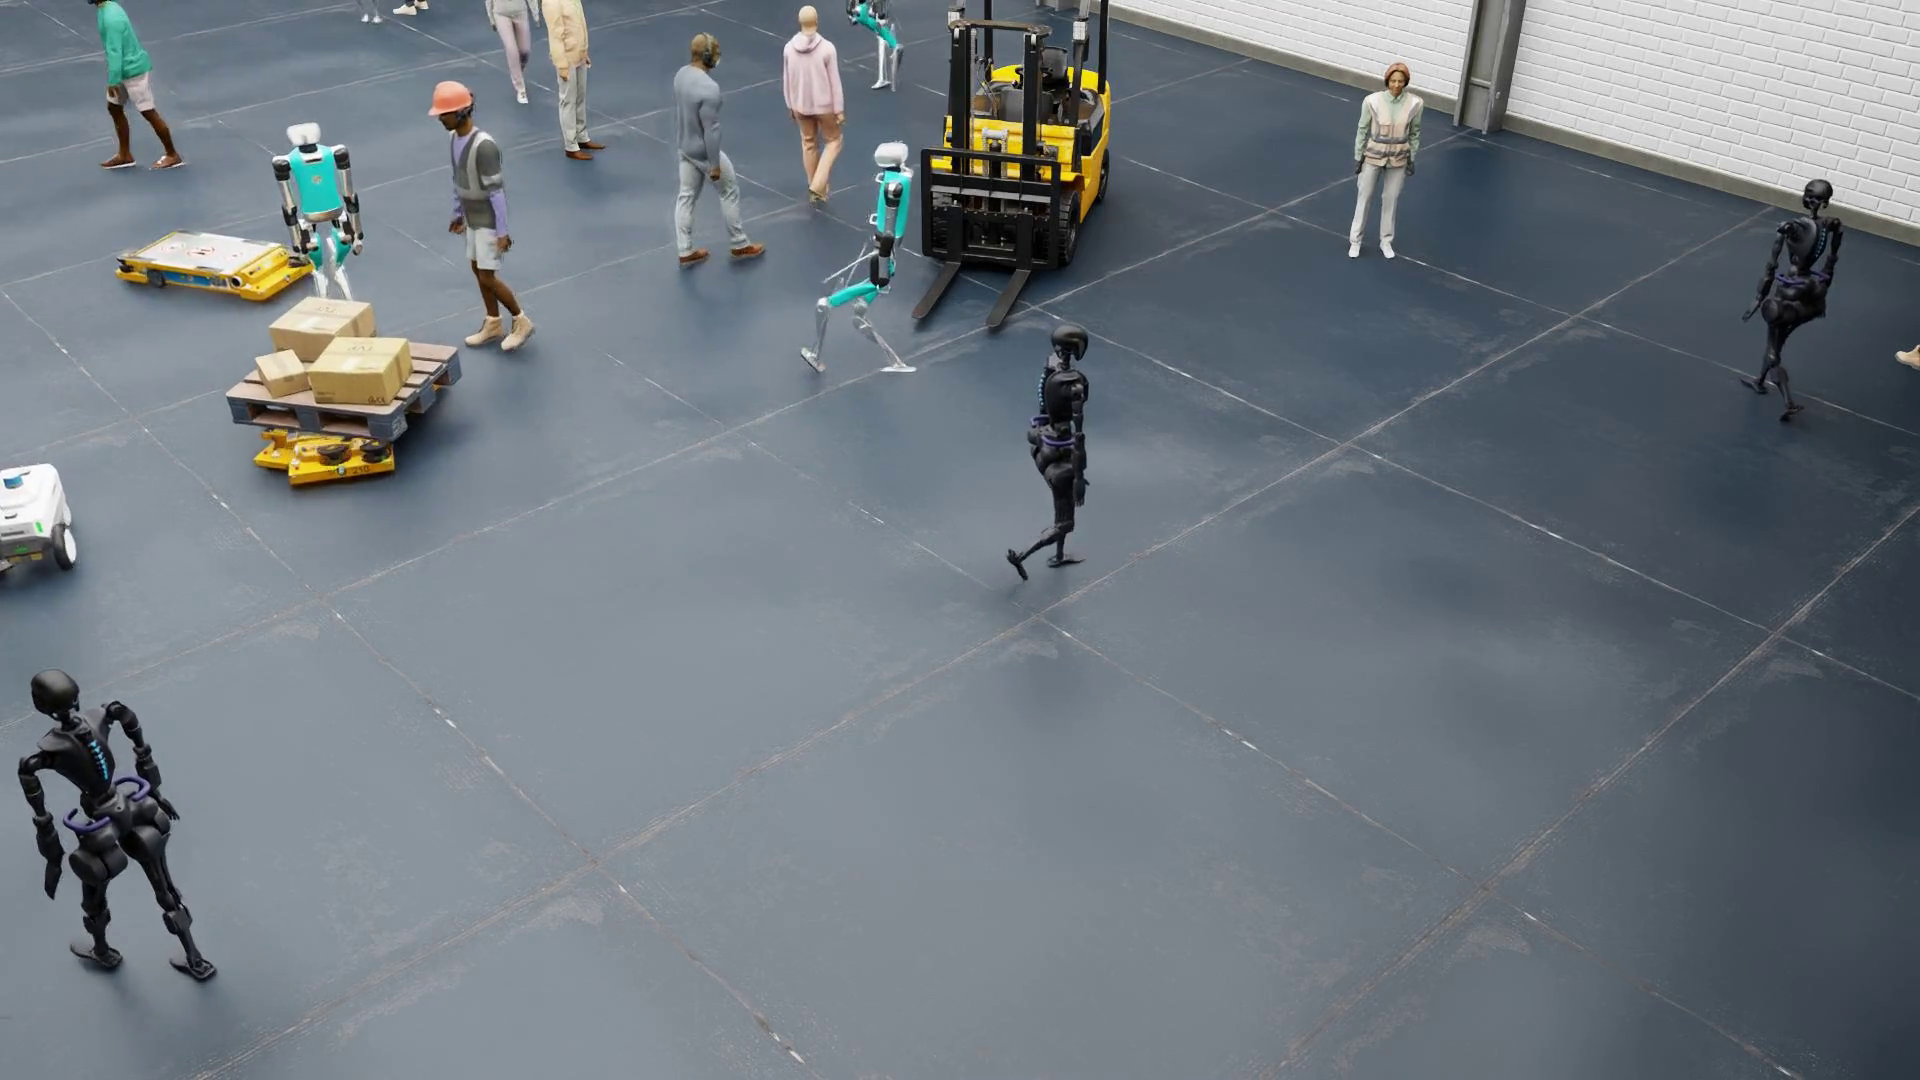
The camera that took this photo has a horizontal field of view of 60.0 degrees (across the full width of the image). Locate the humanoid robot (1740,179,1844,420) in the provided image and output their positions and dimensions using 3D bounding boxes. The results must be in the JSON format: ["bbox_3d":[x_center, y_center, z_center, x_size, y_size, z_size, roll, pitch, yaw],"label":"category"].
[{"bbox_3d":[5.791,-1.650,11.468,0.611,1.645,0.739,-8,34,-12],"label":"humanoid robot"}]

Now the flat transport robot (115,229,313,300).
[{"bbox_3d":[-6.127,-2.260,13.647,1.431,0.231,0.659,10,34,15],"label":"flat transport robot"}]

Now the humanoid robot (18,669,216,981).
[{"bbox_3d":[-3.643,1.201,7.049,0.656,1.636,0.601,17,37,24],"label":"humanoid robot"}]

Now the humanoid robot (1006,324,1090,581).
[{"bbox_3d":[0.508,-0.510,9.681,0.546,1.642,0.615,-11,35,-16],"label":"humanoid robot"}]

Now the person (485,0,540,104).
[{"bbox_3d":[-4.651,-5.457,17.228,0.527,1.730,0.680,-14,35,-20],"label":"person"}]

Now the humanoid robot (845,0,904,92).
[{"bbox_3d":[-0.879,-5.538,17.383,0.545,1.816,0.791,24,40,32],"label":"humanoid robot"}]

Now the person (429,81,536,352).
[{"bbox_3d":[-3.523,-2.344,12.160,0.435,2.028,0.673,-24,40,-32],"label":"person"}]

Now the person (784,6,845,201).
[{"bbox_3d":[-1.274,-3.802,14.641,0.561,1.768,0.499,10,34,14],"label":"person"}]

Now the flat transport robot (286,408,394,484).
[{"bbox_3d":[-4.268,-0.847,11.475,0.659,0.231,1.431,-9,34,-14],"label":"flat transport robot"}]

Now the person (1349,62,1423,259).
[{"bbox_3d":[3.501,-3.122,13.712,0.521,1.639,0.304,1,33,2],"label":"person"}]

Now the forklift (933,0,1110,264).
[{"bbox_3d":[0.570,-3.725,14.138,1.214,2.155,2.313,9,34,13],"label":"forklift"}]

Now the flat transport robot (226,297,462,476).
[{"bbox_3d":[-4.209,-0.891,11.542,0.659,0.231,1.431,7,34,11],"label":"flat transport robot"}]

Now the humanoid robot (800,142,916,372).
[{"bbox_3d":[-0.813,-1.978,11.888,0.972,1.765,0.536,2,33,3],"label":"humanoid robot"}]

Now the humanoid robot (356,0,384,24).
[{"bbox_3d":[-7.019,-6.932,19.480,0.545,1.755,0.814,-3,33,-4],"label":"humanoid robot"}]

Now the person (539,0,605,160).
[{"bbox_3d":[-3.695,-4.555,15.704,0.413,1.877,0.549,7,34,11],"label":"person"}]

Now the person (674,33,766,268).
[{"bbox_3d":[-2.020,-3.175,13.553,0.857,1.897,0.663,-23,39,-31],"label":"person"}]

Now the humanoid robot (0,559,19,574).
[{"bbox_3d":[-5.932,-0.476,9.568,0.575,1.753,0.852,-1,33,-1],"label":"humanoid robot"}]

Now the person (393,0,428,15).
[{"bbox_3d":[-6.685,-7.243,19.853,0.430,1.859,0.789,6,34,10],"label":"person"}]

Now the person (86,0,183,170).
[{"bbox_3d":[-7.781,-4.269,15.317,0.825,1.819,0.522,-19,37,-26],"label":"person"}]

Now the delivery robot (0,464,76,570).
[{"bbox_3d":[-5.688,-0.129,10.124,0.499,0.610,0.813,-10,34,-15],"label":"delivery robot"}]

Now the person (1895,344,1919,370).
[{"bbox_3d":[7.213,-2.038,11.992,0.541,1.697,0.316,-9,34,-14],"label":"person"}]

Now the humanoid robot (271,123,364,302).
[{"bbox_3d":[-4.728,-2.297,12.317,0.532,1.728,0.739,-18,37,-25],"label":"humanoid robot"}]
